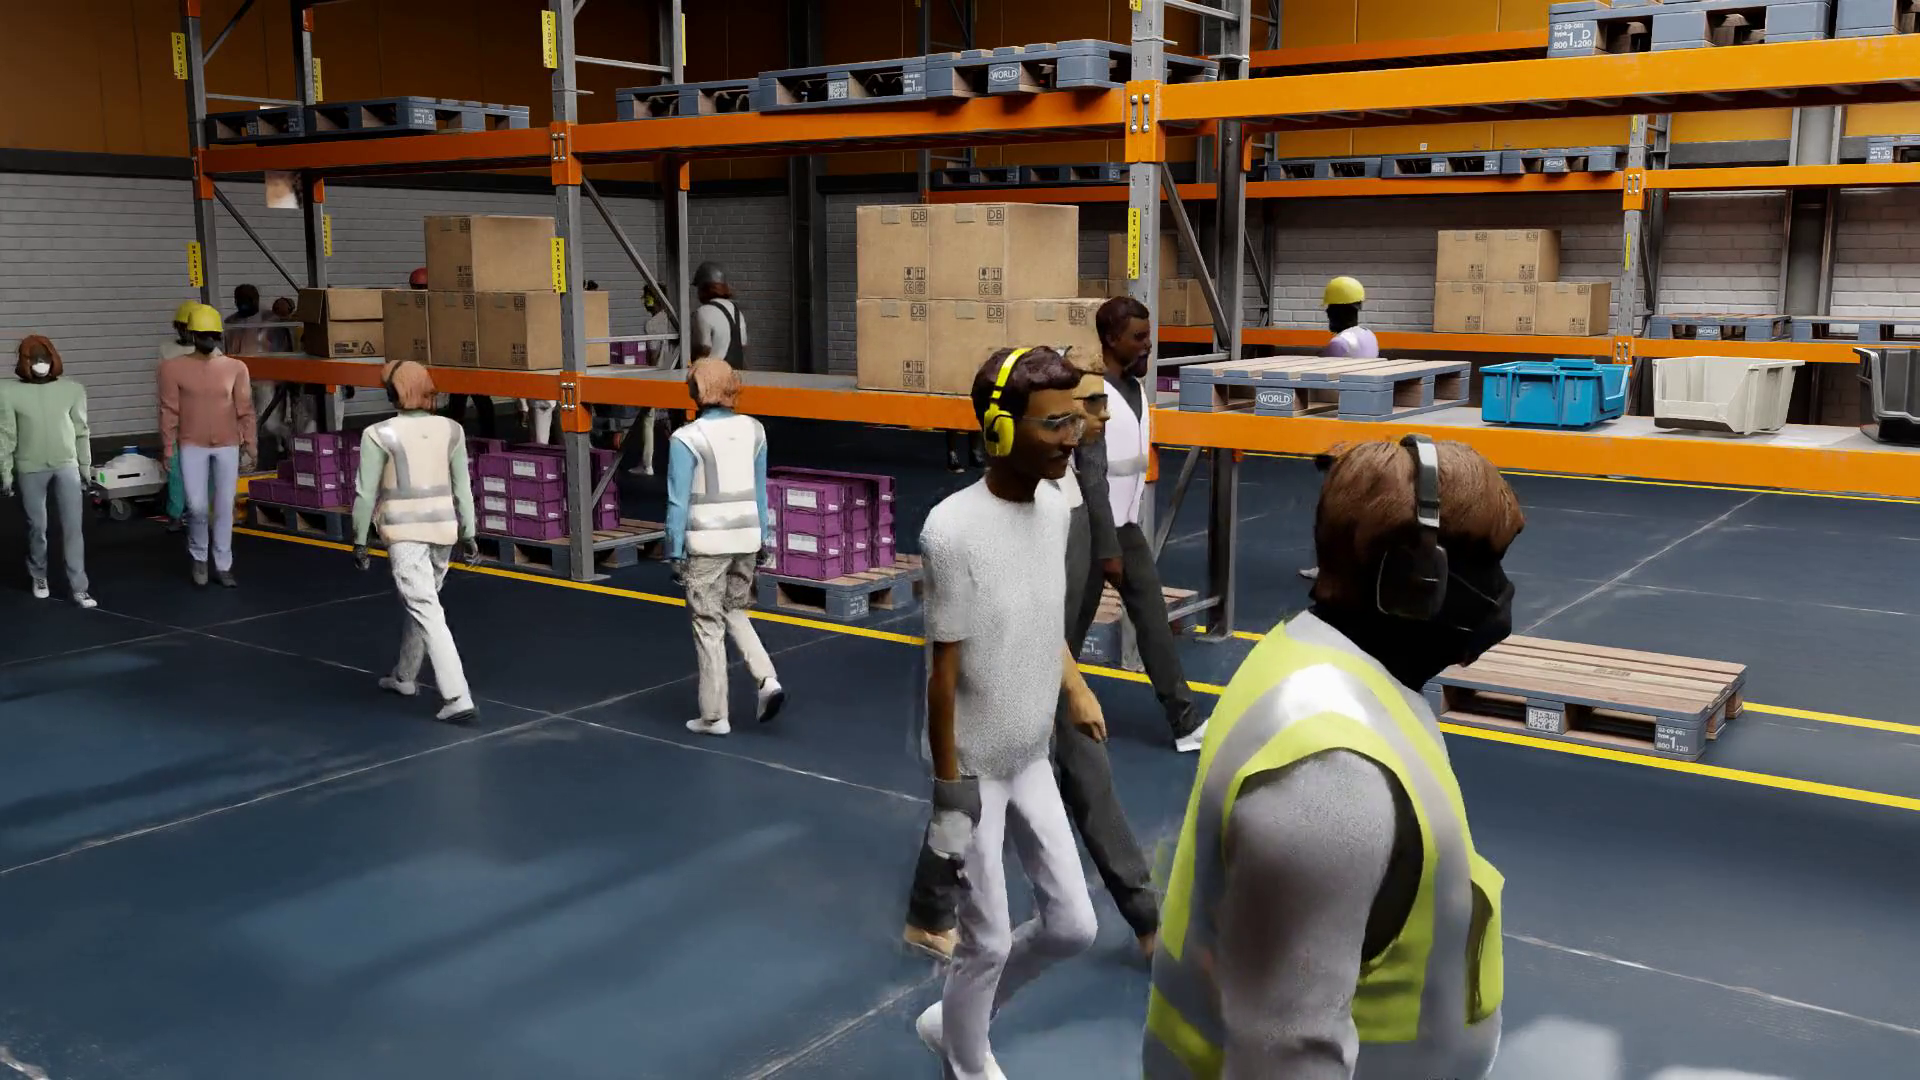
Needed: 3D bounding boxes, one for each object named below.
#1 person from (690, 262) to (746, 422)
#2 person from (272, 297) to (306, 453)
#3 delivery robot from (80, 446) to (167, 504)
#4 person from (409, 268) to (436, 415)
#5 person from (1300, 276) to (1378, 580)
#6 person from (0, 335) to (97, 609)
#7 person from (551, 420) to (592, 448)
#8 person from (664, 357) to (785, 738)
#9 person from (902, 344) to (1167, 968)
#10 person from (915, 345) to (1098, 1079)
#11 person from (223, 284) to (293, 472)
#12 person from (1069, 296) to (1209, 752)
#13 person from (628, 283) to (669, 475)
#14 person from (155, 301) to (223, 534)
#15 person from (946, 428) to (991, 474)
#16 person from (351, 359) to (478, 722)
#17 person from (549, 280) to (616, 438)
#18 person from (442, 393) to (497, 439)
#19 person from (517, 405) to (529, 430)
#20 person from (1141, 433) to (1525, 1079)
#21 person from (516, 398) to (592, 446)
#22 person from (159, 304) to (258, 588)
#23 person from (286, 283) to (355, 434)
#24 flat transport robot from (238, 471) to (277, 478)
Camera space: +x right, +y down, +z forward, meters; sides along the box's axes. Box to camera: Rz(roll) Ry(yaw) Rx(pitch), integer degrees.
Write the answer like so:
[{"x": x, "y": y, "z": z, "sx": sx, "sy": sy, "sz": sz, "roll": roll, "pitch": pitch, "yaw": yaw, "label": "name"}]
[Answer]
[{"x": -2.053, "y": -1.315, "z": 13.868, "sx": 0.599, "sy": 2.000, "sz": 0.695, "roll": 4, "pitch": 10, "yaw": 22, "label": "person"}, {"x": -7.070, "y": -1.727, "z": 17.502, "sx": 0.515, "sy": 1.645, "sz": 0.308, "roll": 2, "pitch": 10, "yaw": 14, "label": "person"}, {"x": -6.560, "y": -0.504, "z": 13.176, "sx": 0.477, "sy": 0.478, "sz": 0.707, "roll": 6, "pitch": 11, "yaw": 33, "label": "delivery robot"}, {"x": -6.008, "y": -2.067, "z": 18.658, "sx": 0.544, "sy": 1.939, "sz": 0.354, "roll": 6, "pitch": 11, "yaw": 33, "label": "person"}, {"x": 2.424, "y": -0.696, "z": 10.536, "sx": 0.382, "sy": 1.924, "sz": 0.652, "roll": 6, "pitch": 11, "yaw": 34, "label": "person"}, {"x": -5.401, "y": -0.413, "z": 9.824, "sx": 0.510, "sy": 1.596, "sz": 0.774, "roll": -7, "pitch": 12, "yaw": -38, "label": "person"}, {"x": -3.569, "y": -1.470, "z": 15.226, "sx": 0.816, "sy": 1.910, "sz": 0.653, "roll": 8, "pitch": 12, "yaw": 39, "label": "person"}, {"x": -1.007, "y": 0.041, "z": 7.012, "sx": 0.394, "sy": 1.622, "sz": 0.531, "roll": 8, "pitch": 13, "yaw": 40, "label": "person"}, {"x": 0.272, "y": 0.356, "z": 4.644, "sx": 0.989, "sy": 1.783, "sz": 0.531, "roll": 3, "pitch": 10, "yaw": 20, "label": "person"}, {"x": 0.076, "y": 0.504, "z": 3.625, "sx": 0.422, "sy": 1.853, "sz": 0.511, "roll": 8, "pitch": 12, "yaw": 39, "label": "person"}, {"x": -6.612, "y": -1.508, "z": 15.700, "sx": 0.649, "sy": 1.819, "sz": 0.668, "roll": 2, "pitch": 10, "yaw": 13, "label": "person"}, {"x": 0.699, "y": -0.033, "z": 6.727, "sx": 0.971, "sy": 1.868, "sz": 0.611, "roll": 5, "pitch": 11, "yaw": 28, "label": "person"}, {"x": -2.728, "y": -1.492, "z": 15.553, "sx": 0.894, "sy": 1.841, "sz": 0.534, "roll": 5, "pitch": 11, "yaw": 28, "label": "person"}, {"x": -5.712, "y": -0.902, "z": 12.340, "sx": 0.550, "sy": 1.721, "sz": 0.730, "roll": 0, "pitch": 10, "yaw": -3, "label": "person"}, {"x": 0.080, "y": -1.619, "z": 15.903, "sx": 0.612, "sy": 1.963, "sz": 0.361, "roll": -6, "pitch": 11, "yaw": -33, "label": "person"}, {"x": -2.415, "y": -0.008, "z": 7.421, "sx": 0.894, "sy": 1.591, "sz": 0.530, "roll": 7, "pitch": 12, "yaw": 38, "label": "person"}, {"x": -4.376, "y": -2.043, "z": 18.891, "sx": 0.925, "sy": 1.820, "sz": 0.592, "roll": -2, "pitch": 10, "yaw": -12, "label": "person"}, {"x": -4.790, "y": -1.623, "z": 15.970, "sx": 0.936, "sy": 1.955, "sz": 0.596, "roll": 0, "pitch": 10, "yaw": 0, "label": "person"}, {"x": -3.361, "y": -1.211, "z": 13.714, "sx": 0.589, "sy": 1.878, "sz": 0.955, "roll": -6, "pitch": 11, "yaw": -31, "label": "person"}, {"x": 0.435, "y": 0.773, "z": 2.115, "sx": 0.467, "sy": 1.820, "sz": 0.648, "roll": 2, "pitch": 10, "yaw": 9, "label": "person"}, {"x": -3.083, "y": -1.025, "z": 12.613, "sx": 0.572, "sy": 1.883, "sz": 0.355, "roll": -5, "pitch": 11, "yaw": -29, "label": "person"}, {"x": -4.609, "y": -0.566, "z": 10.241, "sx": 0.548, "sy": 1.751, "sz": 0.368, "roll": -8, "pitch": 12, "yaw": -38, "label": "person"}, {"x": -5.963, "y": -1.488, "z": 15.554, "sx": 0.647, "sy": 1.823, "sz": 0.440, "roll": 4, "pitch": 10, "yaw": 23, "label": "person"}, {"x": -5.763, "y": -0.457, "z": 14.019, "sx": 1.431, "sy": 0.197, "sz": 0.652, "roll": -7, "pitch": 12, "yaw": -38, "label": "flat transport robot"}]
